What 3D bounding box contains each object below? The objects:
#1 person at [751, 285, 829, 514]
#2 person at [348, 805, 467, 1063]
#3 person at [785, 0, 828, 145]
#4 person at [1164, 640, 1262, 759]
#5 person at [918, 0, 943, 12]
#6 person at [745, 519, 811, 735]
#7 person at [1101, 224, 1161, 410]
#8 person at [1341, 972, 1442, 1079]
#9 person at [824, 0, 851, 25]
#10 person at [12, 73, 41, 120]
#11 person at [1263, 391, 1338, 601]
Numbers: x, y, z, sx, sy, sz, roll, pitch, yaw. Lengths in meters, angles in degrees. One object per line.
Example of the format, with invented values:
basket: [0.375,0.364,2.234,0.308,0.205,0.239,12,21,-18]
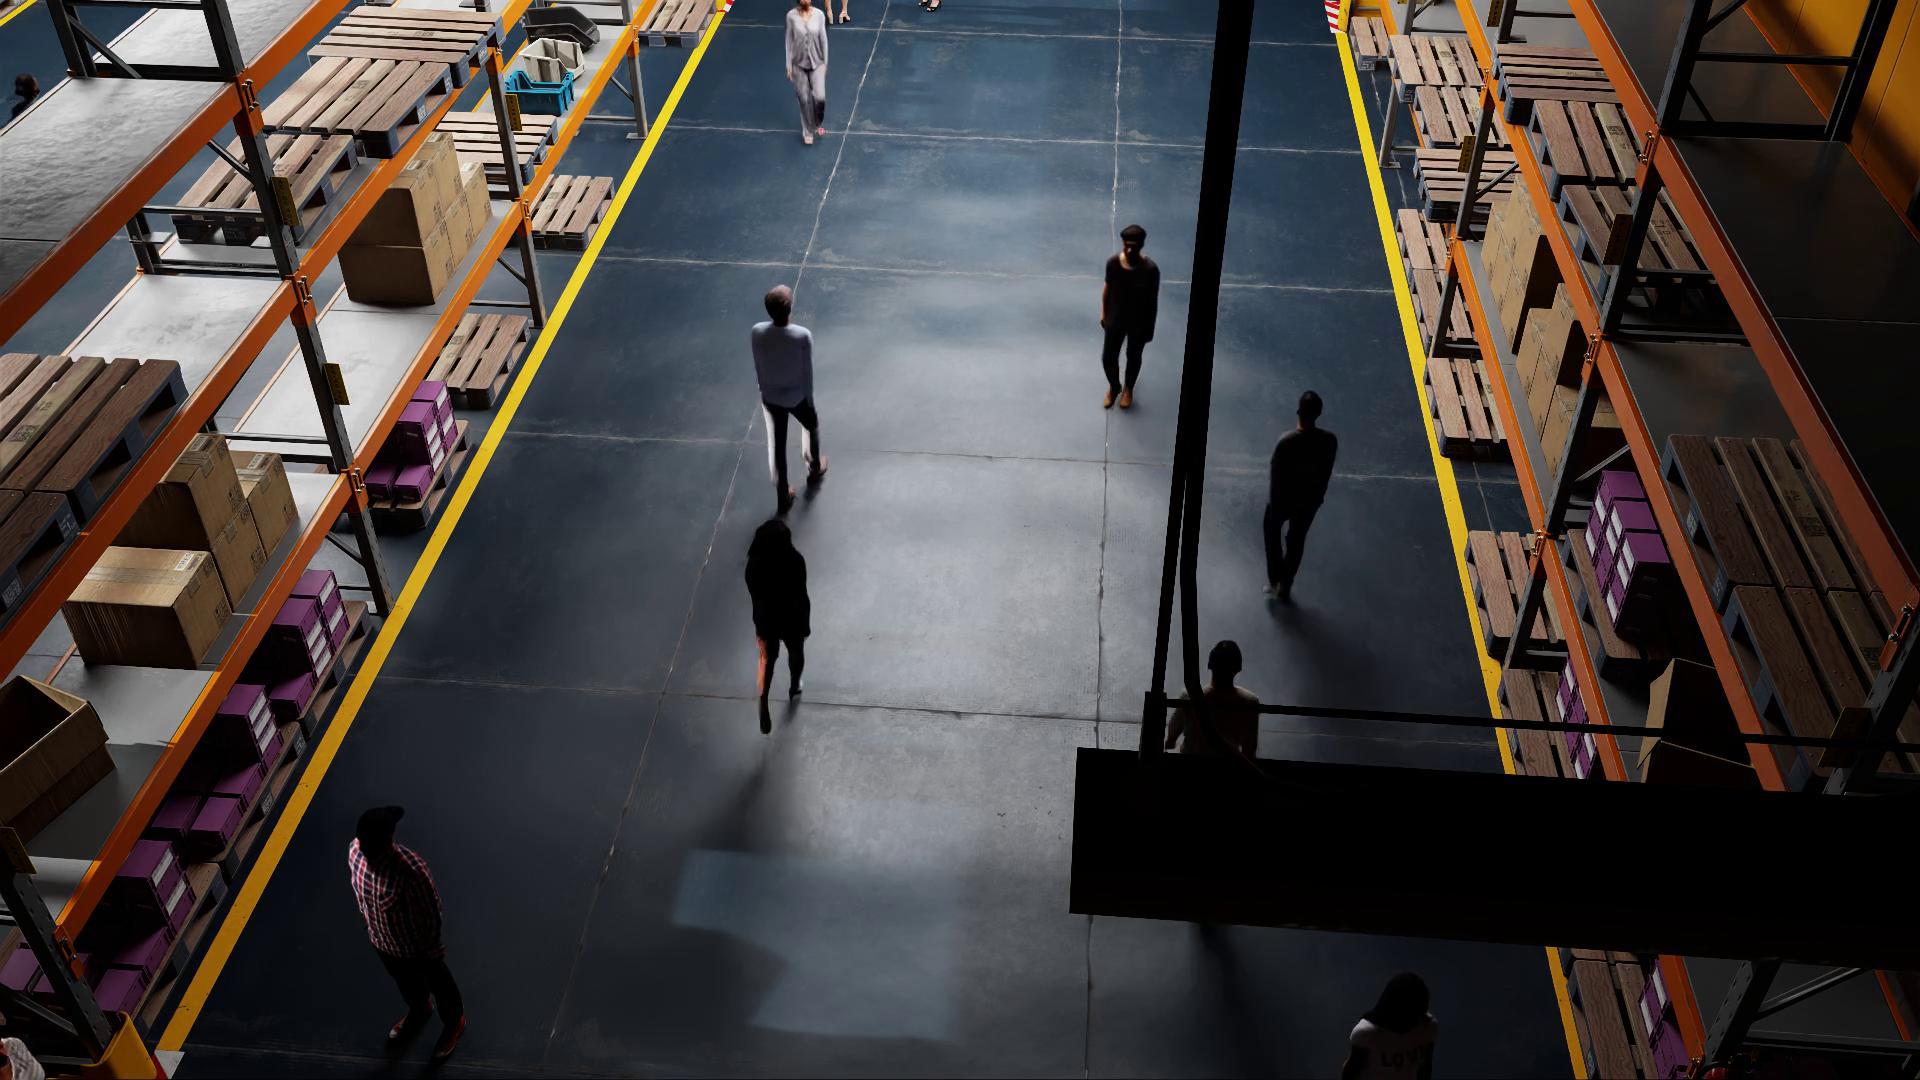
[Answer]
person: [-1.345,-1.019,12.601,0.659,1.872,0.891,4,39,5]
person: [-2.954,2.060,8.835,0.764,1.761,0.727,16,41,19]
person: [-1.656,-5.142,17.852,0.666,1.762,0.707,-4,39,-5]
person: [1.453,1.392,9.655,0.719,1.781,1.068,-1,39,-1]
person: [-0.379,-7.532,20.836,0.852,1.773,0.769,-16,41,-19]
person: [-1.201,0.582,10.811,0.626,1.605,0.935,8,39,9]
person: [1.419,-1.893,13.831,0.695,1.703,0.655,12,40,15]
person: [1.984,2.625,8.125,0.681,1.765,0.686,-8,39,-10]
person: [-1.557,-7.261,20.495,0.628,1.775,0.608,3,39,4]
person: [-8.670,-3.572,15.908,0.690,1.734,1.104,6,39,8]
person: [2.388,-0.249,11.734,0.659,1.751,0.702,-2,39,-3]
